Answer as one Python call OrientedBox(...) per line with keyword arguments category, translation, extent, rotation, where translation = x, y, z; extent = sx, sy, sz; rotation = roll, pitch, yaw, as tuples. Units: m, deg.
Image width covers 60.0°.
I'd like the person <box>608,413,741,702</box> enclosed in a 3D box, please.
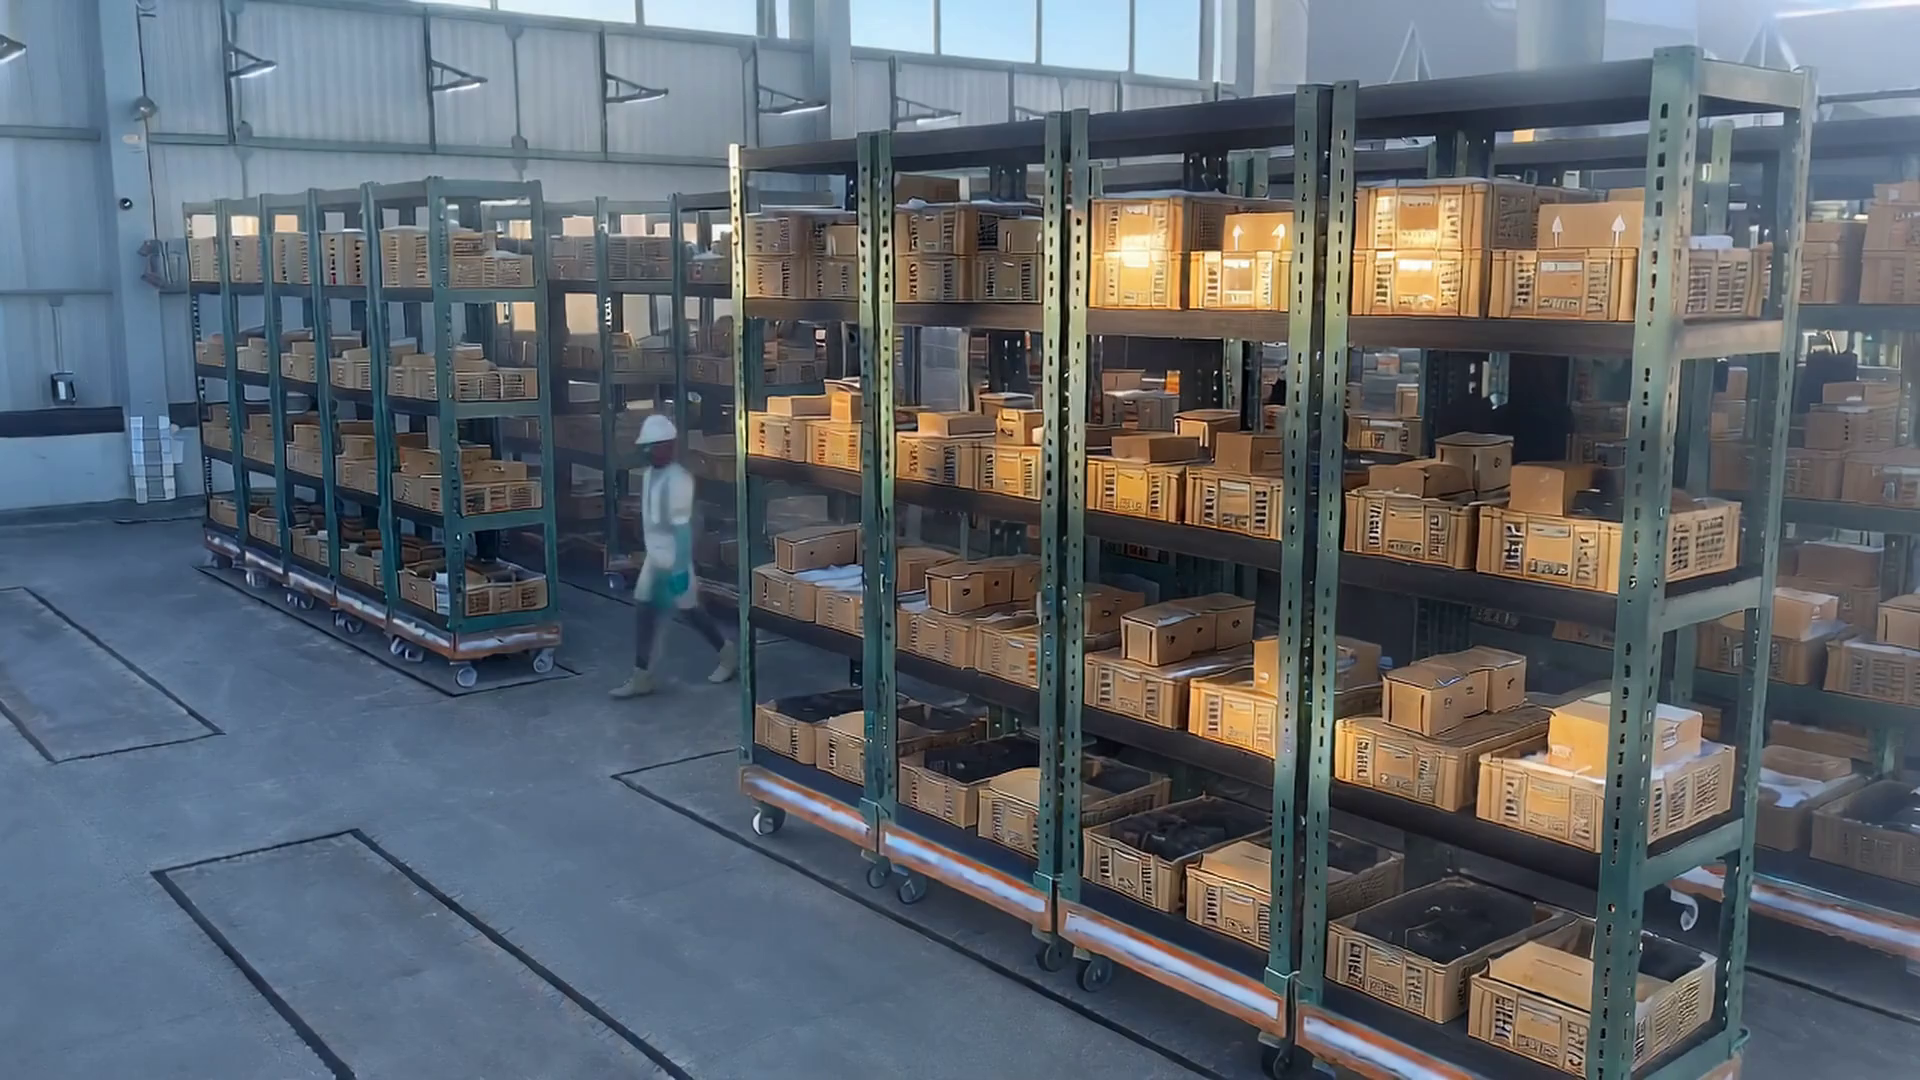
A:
OrientedBox(category="person", translation=(-1.986, 0.099, 11.633), extent=(1.002, 2.006, 0.623), rotation=(-8, 12, -38))
